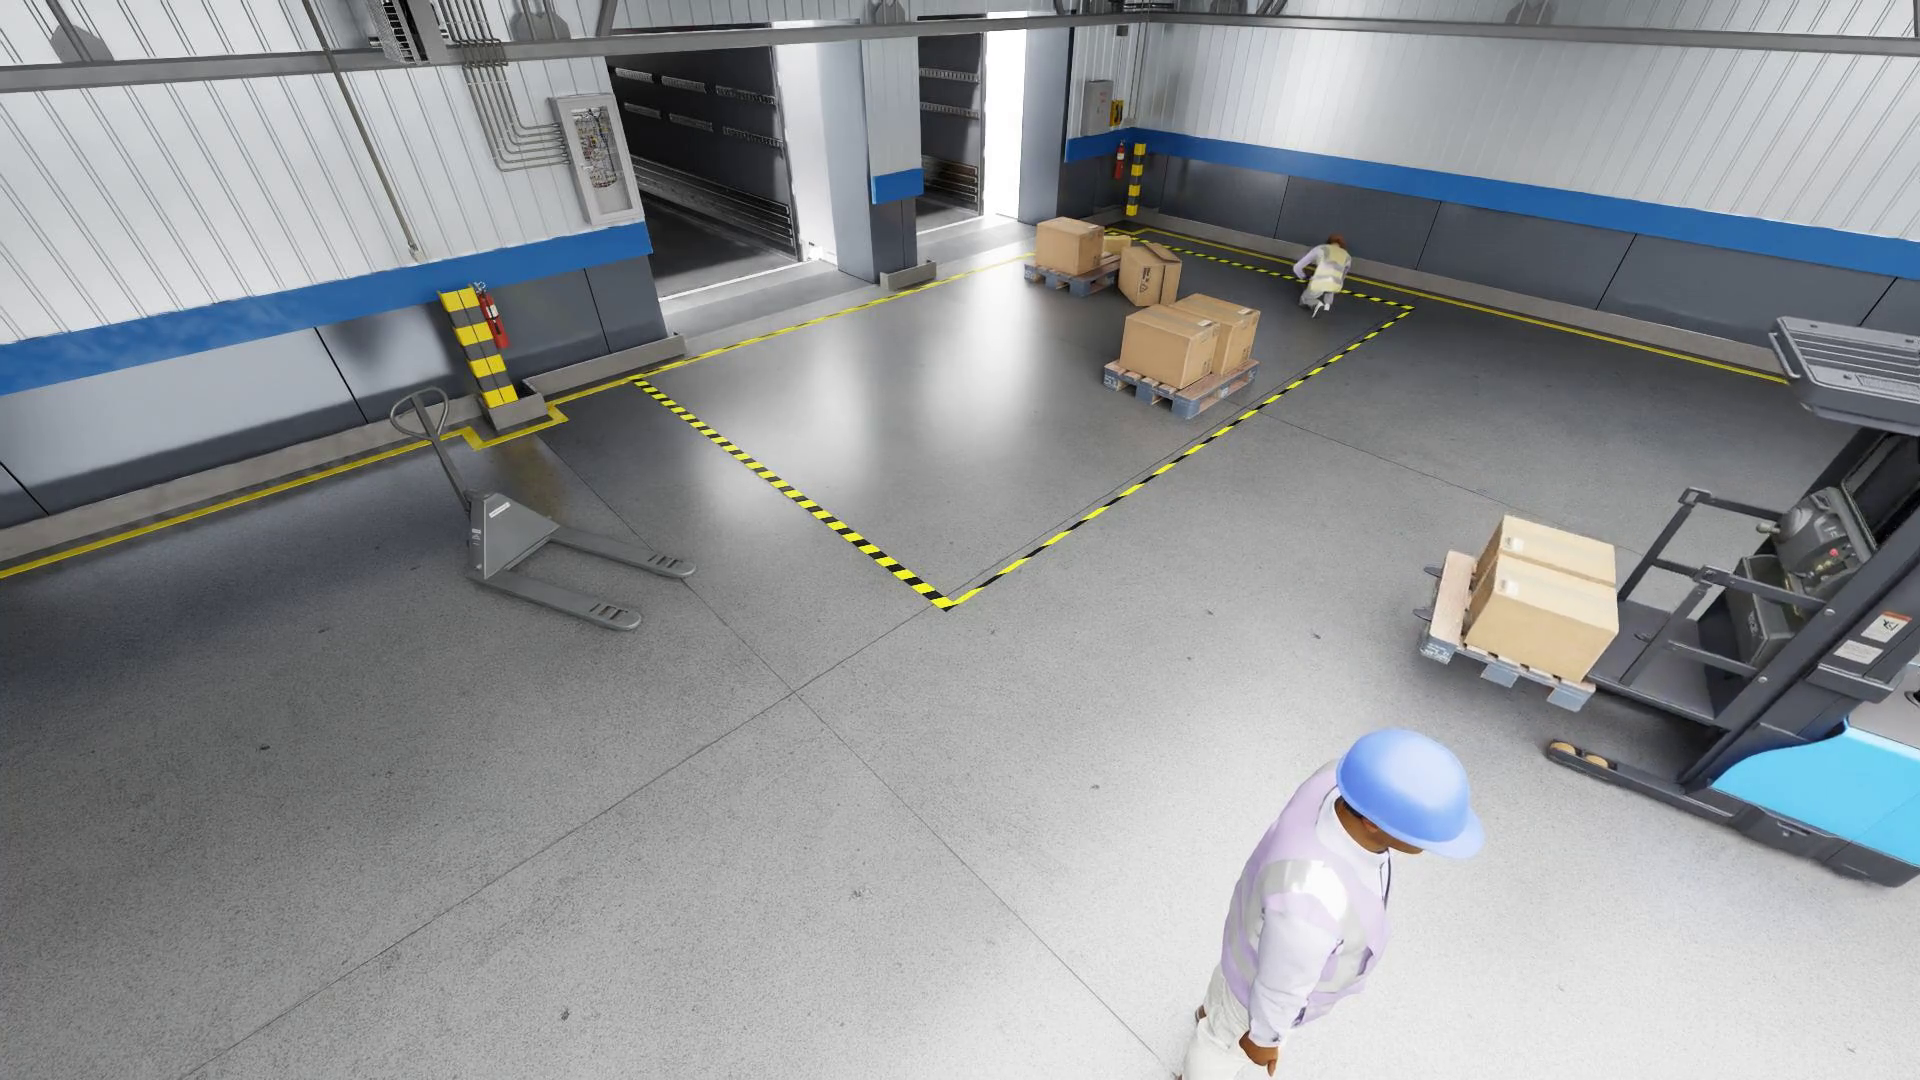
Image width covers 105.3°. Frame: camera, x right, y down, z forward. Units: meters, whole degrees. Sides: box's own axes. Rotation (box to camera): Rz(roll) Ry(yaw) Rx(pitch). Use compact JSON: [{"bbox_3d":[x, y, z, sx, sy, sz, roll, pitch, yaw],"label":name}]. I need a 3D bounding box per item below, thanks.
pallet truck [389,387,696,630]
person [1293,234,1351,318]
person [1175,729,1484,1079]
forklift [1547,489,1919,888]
[{"bbox_3d":[-2.613,-0.247,4.593,1.601,1.201,0.680,14,40,17],"label":"pallet truck"},{"bbox_3d":[4.298,-3.114,8.703,0.640,0.825,0.874,7,38,9],"label":"person"},{"bbox_3d":[0.960,1.201,2.140,0.386,1.947,0.605,23,43,26],"label":"person"},{"bbox_3d":[3.936,0.446,3.042,0.776,2.013,0.716,22,43,26],"label":"forklift"}]
